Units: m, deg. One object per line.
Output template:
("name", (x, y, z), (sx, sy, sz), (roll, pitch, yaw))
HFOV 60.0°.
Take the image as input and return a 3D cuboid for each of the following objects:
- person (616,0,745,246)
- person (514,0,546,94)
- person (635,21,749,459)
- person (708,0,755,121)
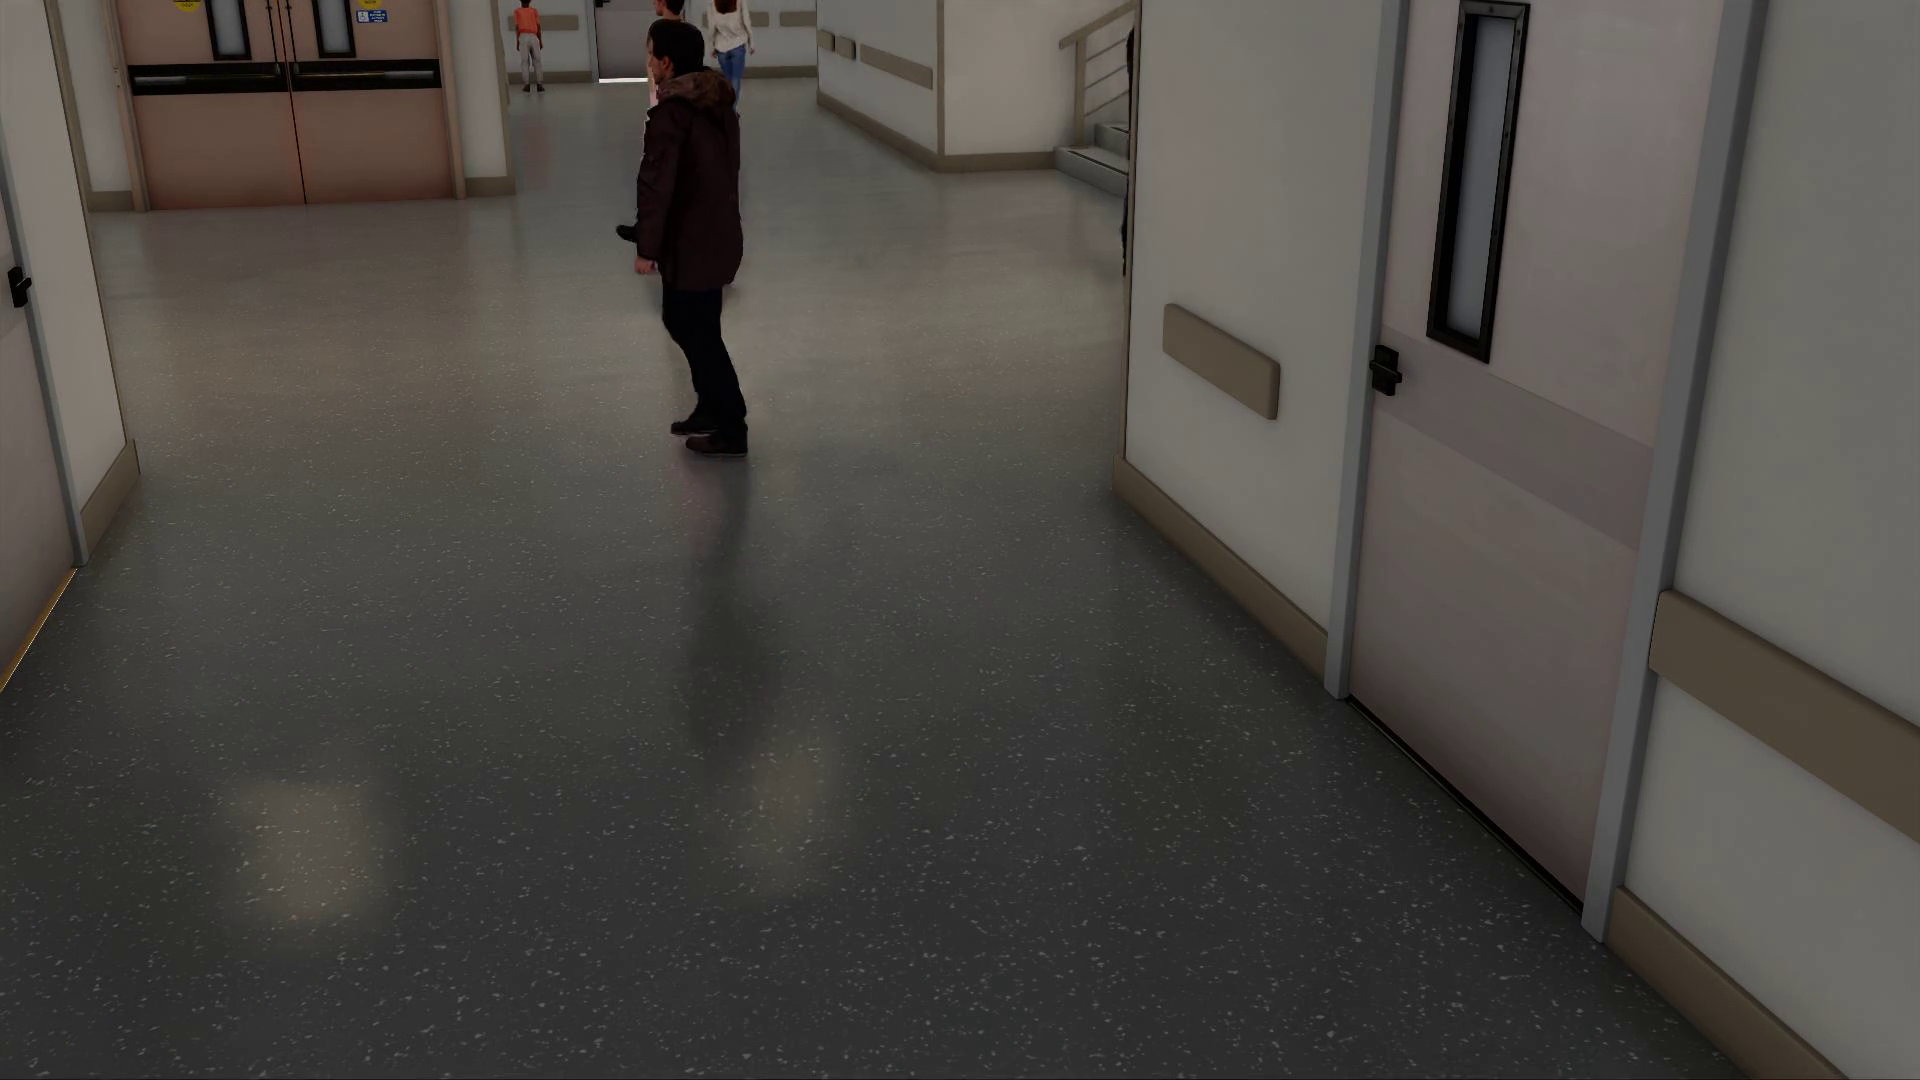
("person", (-1.807, -2.832, 11.310), (1.259, 1.803, 1.113), (9, 22, 21))
("person", (-5.662, -6.558, 21.842), (0.404, 1.311, 0.550), (-6, 22, -15))
("person", (-1.028, -1.231, 7.047), (0.846, 1.827, 0.863), (4, 21, 11))
("person", (-2.482, -5.289, 18.010), (1.145, 1.651, 0.975), (3, 21, 7))
